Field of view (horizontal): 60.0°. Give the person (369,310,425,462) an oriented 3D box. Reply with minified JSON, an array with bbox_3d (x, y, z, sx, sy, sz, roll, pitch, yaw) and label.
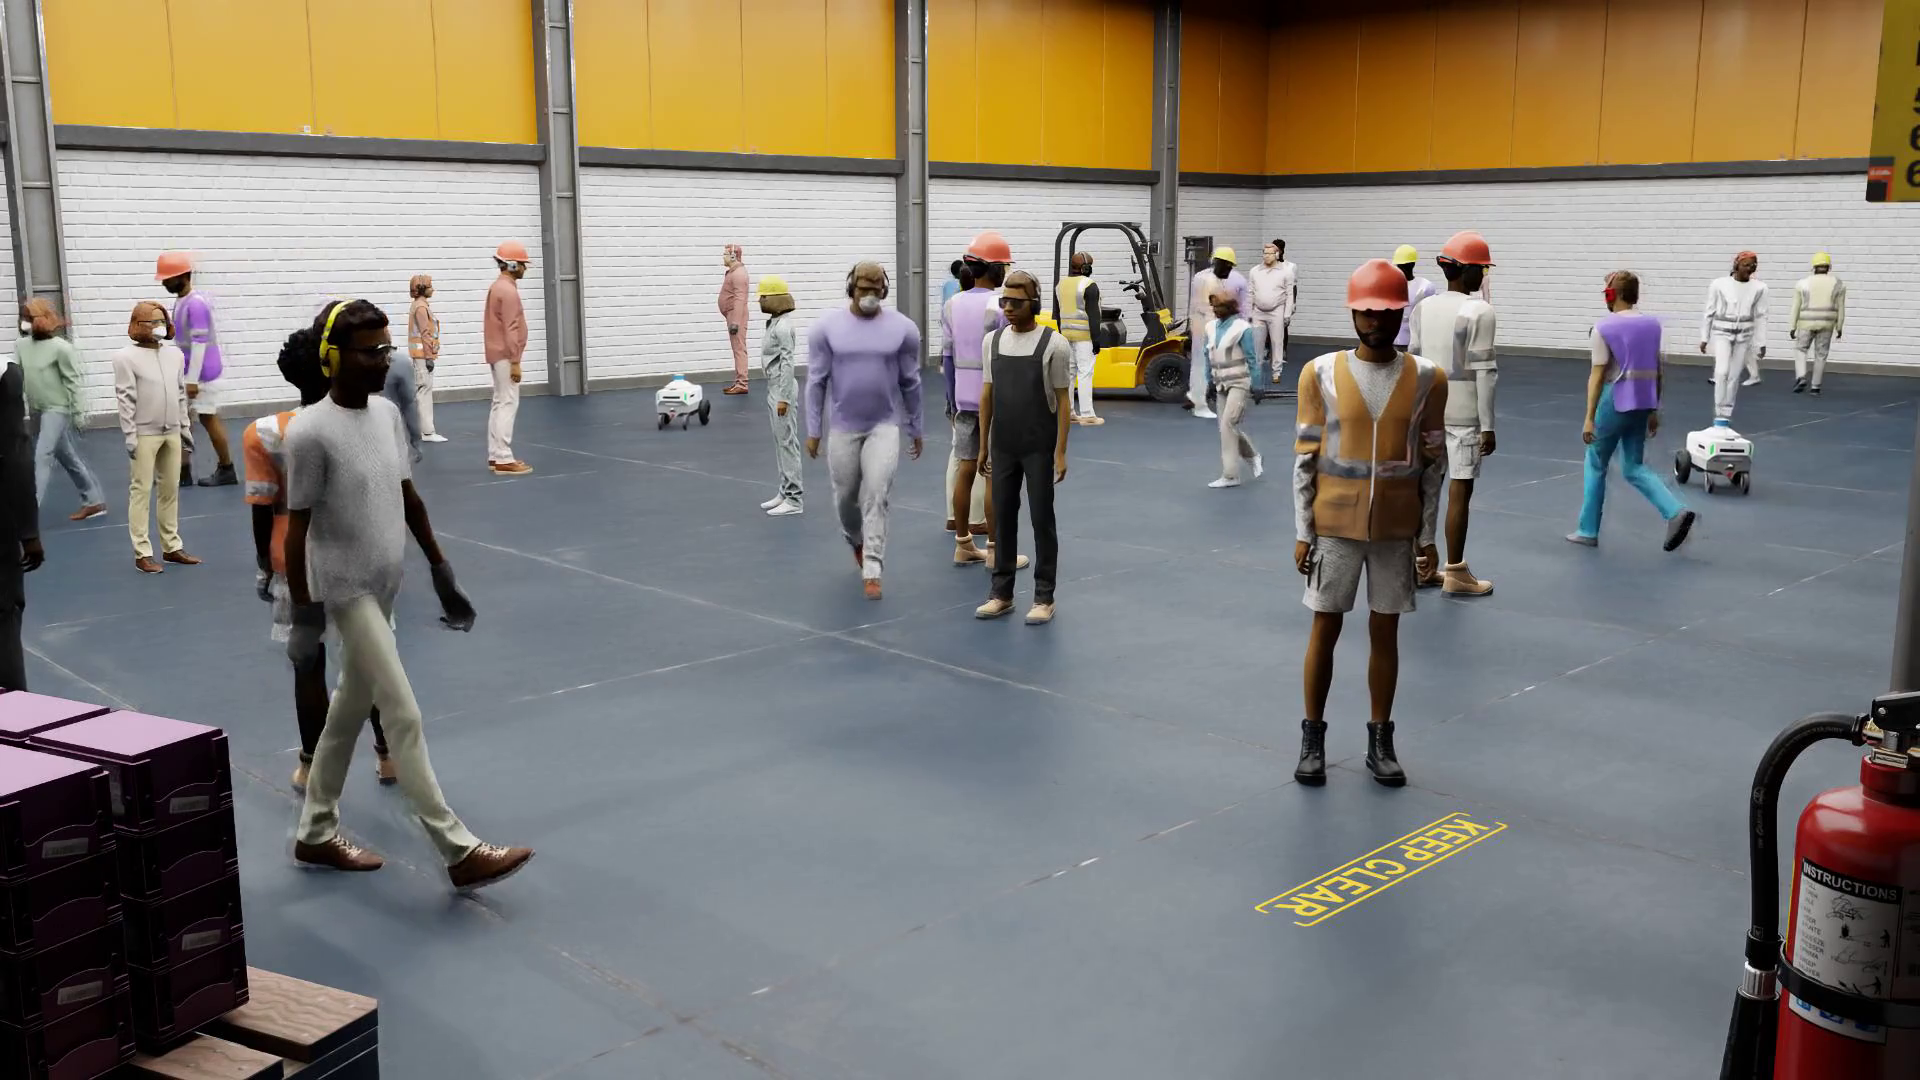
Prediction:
[{"bbox_3d":[-3.413,-0.556,9.734,0.512,1.623,0.361,-1,10,-5],"label":"person"}]

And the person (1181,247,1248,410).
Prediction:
[{"bbox_3d":[2.943,-2.430,19.237,0.803,1.886,0.532,0,10,-1],"label":"person"}]

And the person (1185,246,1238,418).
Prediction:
[{"bbox_3d":[2.820,-2.297,18.463,0.478,1.893,0.684,3,11,16],"label":"person"}]

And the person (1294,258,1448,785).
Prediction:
[{"bbox_3d":[1.494,-0.051,6.103,0.545,1.939,0.373,1,10,6],"label":"person"}]

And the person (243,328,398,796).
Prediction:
[{"bbox_3d":[-2.285,0.084,6.018,0.536,1.699,0.321,-6,12,-30],"label":"person"}]

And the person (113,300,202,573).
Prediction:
[{"bbox_3d":[-4.862,-0.628,10.079,0.285,1.634,0.499,4,11,22],"label":"person"}]

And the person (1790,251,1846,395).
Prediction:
[{"bbox_3d":[10.809,-2.722,20.980,0.616,1.822,0.516,4,11,22],"label":"person"}]

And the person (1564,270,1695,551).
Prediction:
[{"bbox_3d":[4.289,-0.814,10.628,0.610,1.811,0.763,-5,12,-25],"label":"person"}]

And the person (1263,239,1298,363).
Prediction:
[{"bbox_3d":[5.036,-3.786,26.391,0.613,1.963,0.361,4,11,19],"label":"person"}]

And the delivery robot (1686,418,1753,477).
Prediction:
[{"bbox_3d":[6.084,-0.731,13.326,0.477,0.478,0.707,2,11,9],"label":"delivery robot"}]

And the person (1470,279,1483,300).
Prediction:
[{"bbox_3d":[7.021,-3.152,23.201,0.465,1.866,0.589,-6,12,-31],"label":"person"}]

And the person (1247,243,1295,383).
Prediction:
[{"bbox_3d":[4.242,-3.105,22.843,0.642,1.909,0.399,6,12,28],"label":"person"}]

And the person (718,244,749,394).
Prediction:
[{"bbox_3d":[-2.887,-2.817,21.273,0.407,1.909,0.639,-1,10,-7],"label":"person"}]

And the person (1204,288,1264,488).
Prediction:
[{"bbox_3d":[2.270,-1.237,13.458,0.624,1.606,0.523,-6,12,-29],"label":"person"}]

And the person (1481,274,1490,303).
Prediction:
[{"bbox_3d":[7.794,-3.480,25.297,0.523,1.759,0.333,7,13,35],"label":"person"}]

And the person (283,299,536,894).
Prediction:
[{"bbox_3d":[-1.736,0.189,5.129,0.919,1.822,0.524,1,10,8],"label":"person"}]

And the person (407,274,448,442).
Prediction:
[{"bbox_3d":[-5.261,-1.780,16.344,0.308,1.640,0.511,-5,11,-25],"label":"person"}]

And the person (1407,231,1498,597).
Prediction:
[{"bbox_3d":[2.792,-0.702,9.365,0.374,2.042,0.615,-5,12,-27],"label":"person"}]

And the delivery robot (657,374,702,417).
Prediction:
[{"bbox_3d":[-2.964,-1.511,17.580,0.477,0.478,0.707,1,10,5],"label":"delivery robot"}]

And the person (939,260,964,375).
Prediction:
[{"bbox_3d":[0.011,-3.242,24.277,0.873,1.654,0.551,-6,12,-32],"label":"person"}]

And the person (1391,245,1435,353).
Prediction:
[{"bbox_3d":[4.513,-2.029,16.925,0.594,1.922,0.384,8,13,39],"label":"person"}]

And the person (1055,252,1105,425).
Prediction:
[{"bbox_3d":[1.296,-2.150,17.814,0.429,1.845,0.621,-8,13,-37],"label":"person"}]

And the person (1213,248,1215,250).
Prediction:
[{"bbox_3d":[3.618,-3.207,23.579,0.429,1.845,0.622,-4,11,-22],"label":"person"}]

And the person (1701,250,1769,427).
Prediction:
[{"bbox_3d":[8.145,-2.091,17.422,0.604,1.862,0.672,2,11,9],"label":"person"}]

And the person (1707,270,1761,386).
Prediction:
[{"bbox_3d":[10.426,-2.839,22.254,0.849,1.585,0.525,-3,11,-15],"label":"person"}]

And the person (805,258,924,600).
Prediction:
[{"bbox_3d":[-0.547,-0.651,9.502,0.674,1.906,0.788,-1,10,-5],"label":"person"}]

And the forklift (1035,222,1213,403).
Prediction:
[{"bbox_3d":[1.935,-2.847,20.651,2.313,2.155,1.214,2,11,13],"label":"forklift"}]

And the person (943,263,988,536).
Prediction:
[{"bbox_3d":[0.087,-0.954,11.275,0.502,1.855,0.323,10,14,44],"label":"person"}]

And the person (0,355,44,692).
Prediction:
[{"bbox_3d":[-3.732,-0.062,6.223,0.590,1.916,0.394,1,10,6],"label":"person"}]

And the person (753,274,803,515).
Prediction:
[{"bbox_3d":[-1.330,-1.054,12.110,0.325,1.740,0.493,-2,11,-13],"label":"person"}]

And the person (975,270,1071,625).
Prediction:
[{"bbox_3d":[0.327,-0.477,8.685,0.517,1.842,0.326,6,12,28],"label":"person"}]

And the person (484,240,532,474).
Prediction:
[{"bbox_3d":[-3.846,-1.559,14.237,0.435,1.980,0.626,-5,11,-24],"label":"person"}]

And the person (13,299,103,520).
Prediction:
[{"bbox_3d":[-6.373,-0.876,11.568,0.495,1.585,0.872,5,12,26],"label":"person"}]

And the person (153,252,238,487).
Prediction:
[{"bbox_3d":[-6.149,-1.331,13.208,0.754,1.890,0.610,-9,13,-39],"label":"person"}]

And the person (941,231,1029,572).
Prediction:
[{"bbox_3d":[0.164,-0.828,10.052,0.608,2.044,0.377,10,14,43],"label":"person"}]
